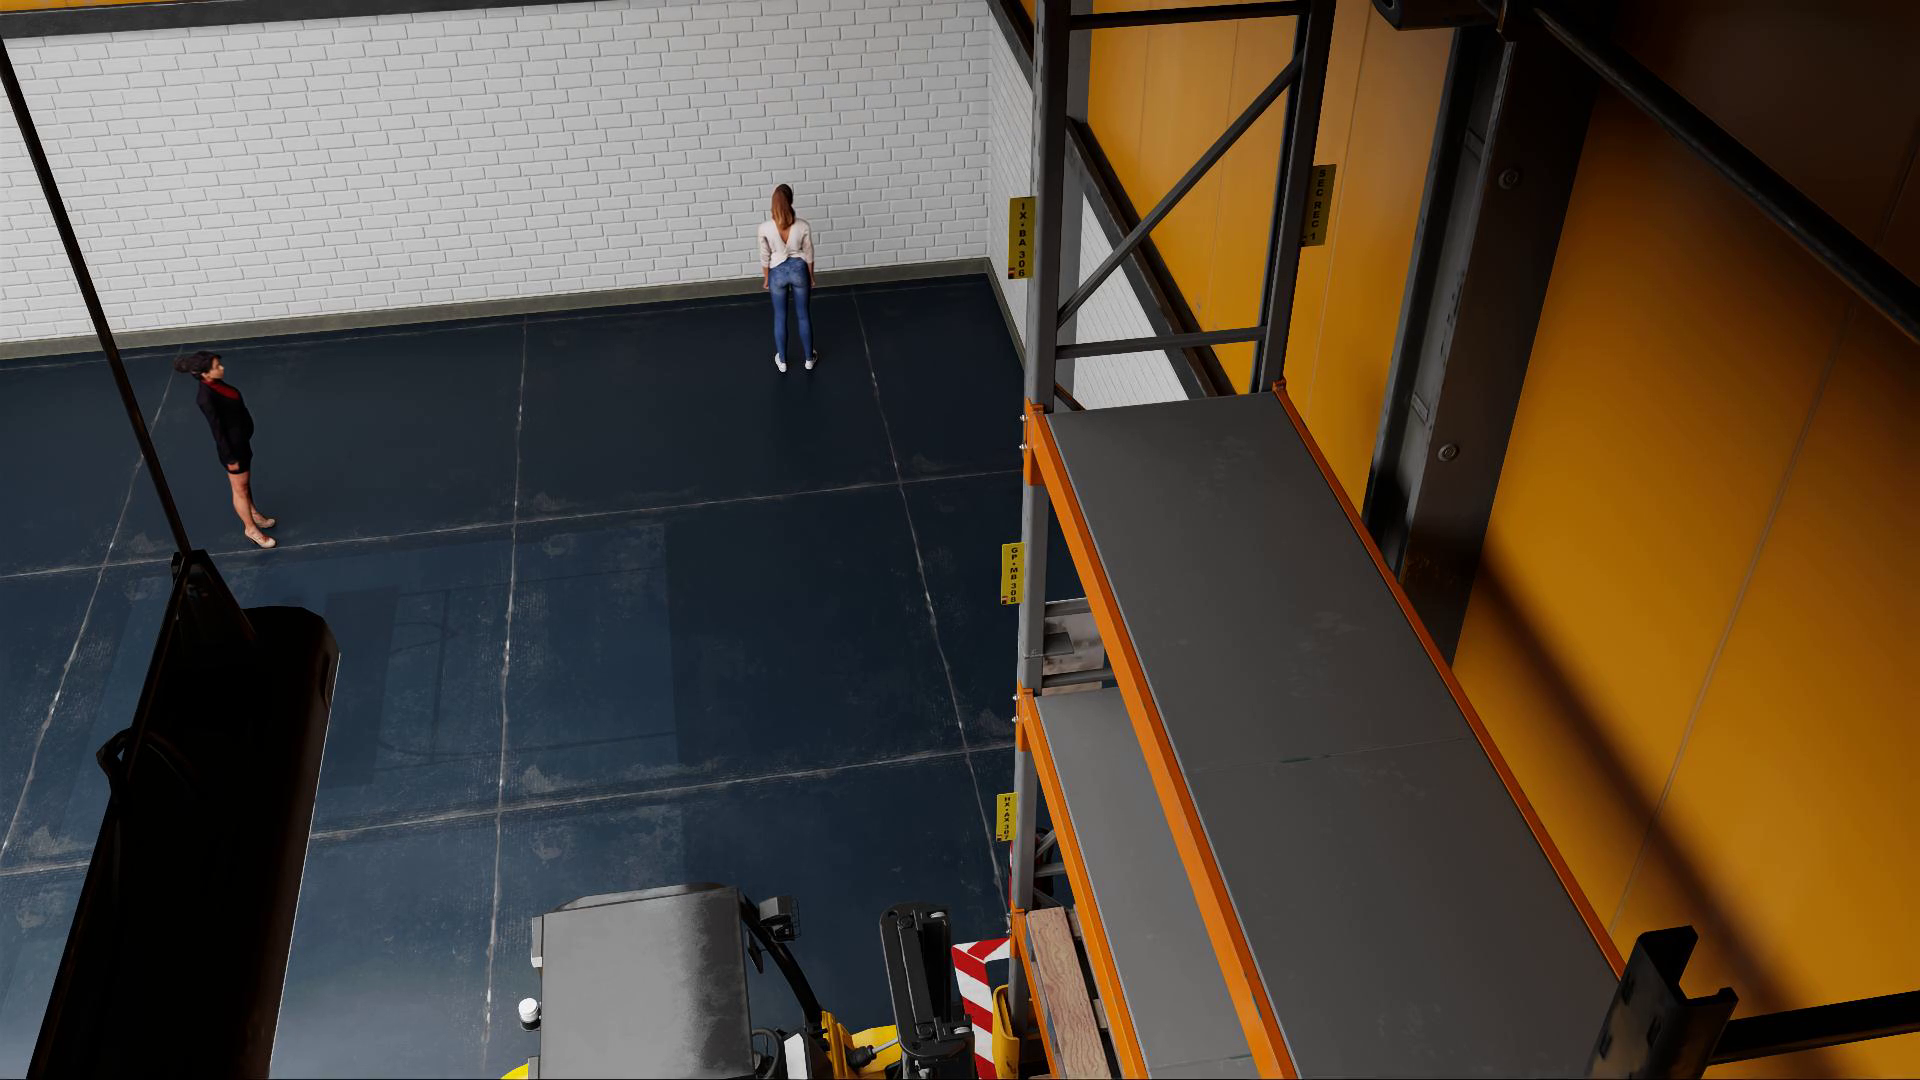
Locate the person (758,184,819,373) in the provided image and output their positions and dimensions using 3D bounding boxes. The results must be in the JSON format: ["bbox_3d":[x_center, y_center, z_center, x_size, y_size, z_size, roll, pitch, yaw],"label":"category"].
[{"bbox_3d":[-1.439,-2.205,14.020,0.612,1.720,0.534,-4,39,-5],"label":"person"}]

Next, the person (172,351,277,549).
[{"bbox_3d":[-5.315,-0.672,12.166,0.647,1.640,0.586,-11,40,-13],"label":"person"}]
